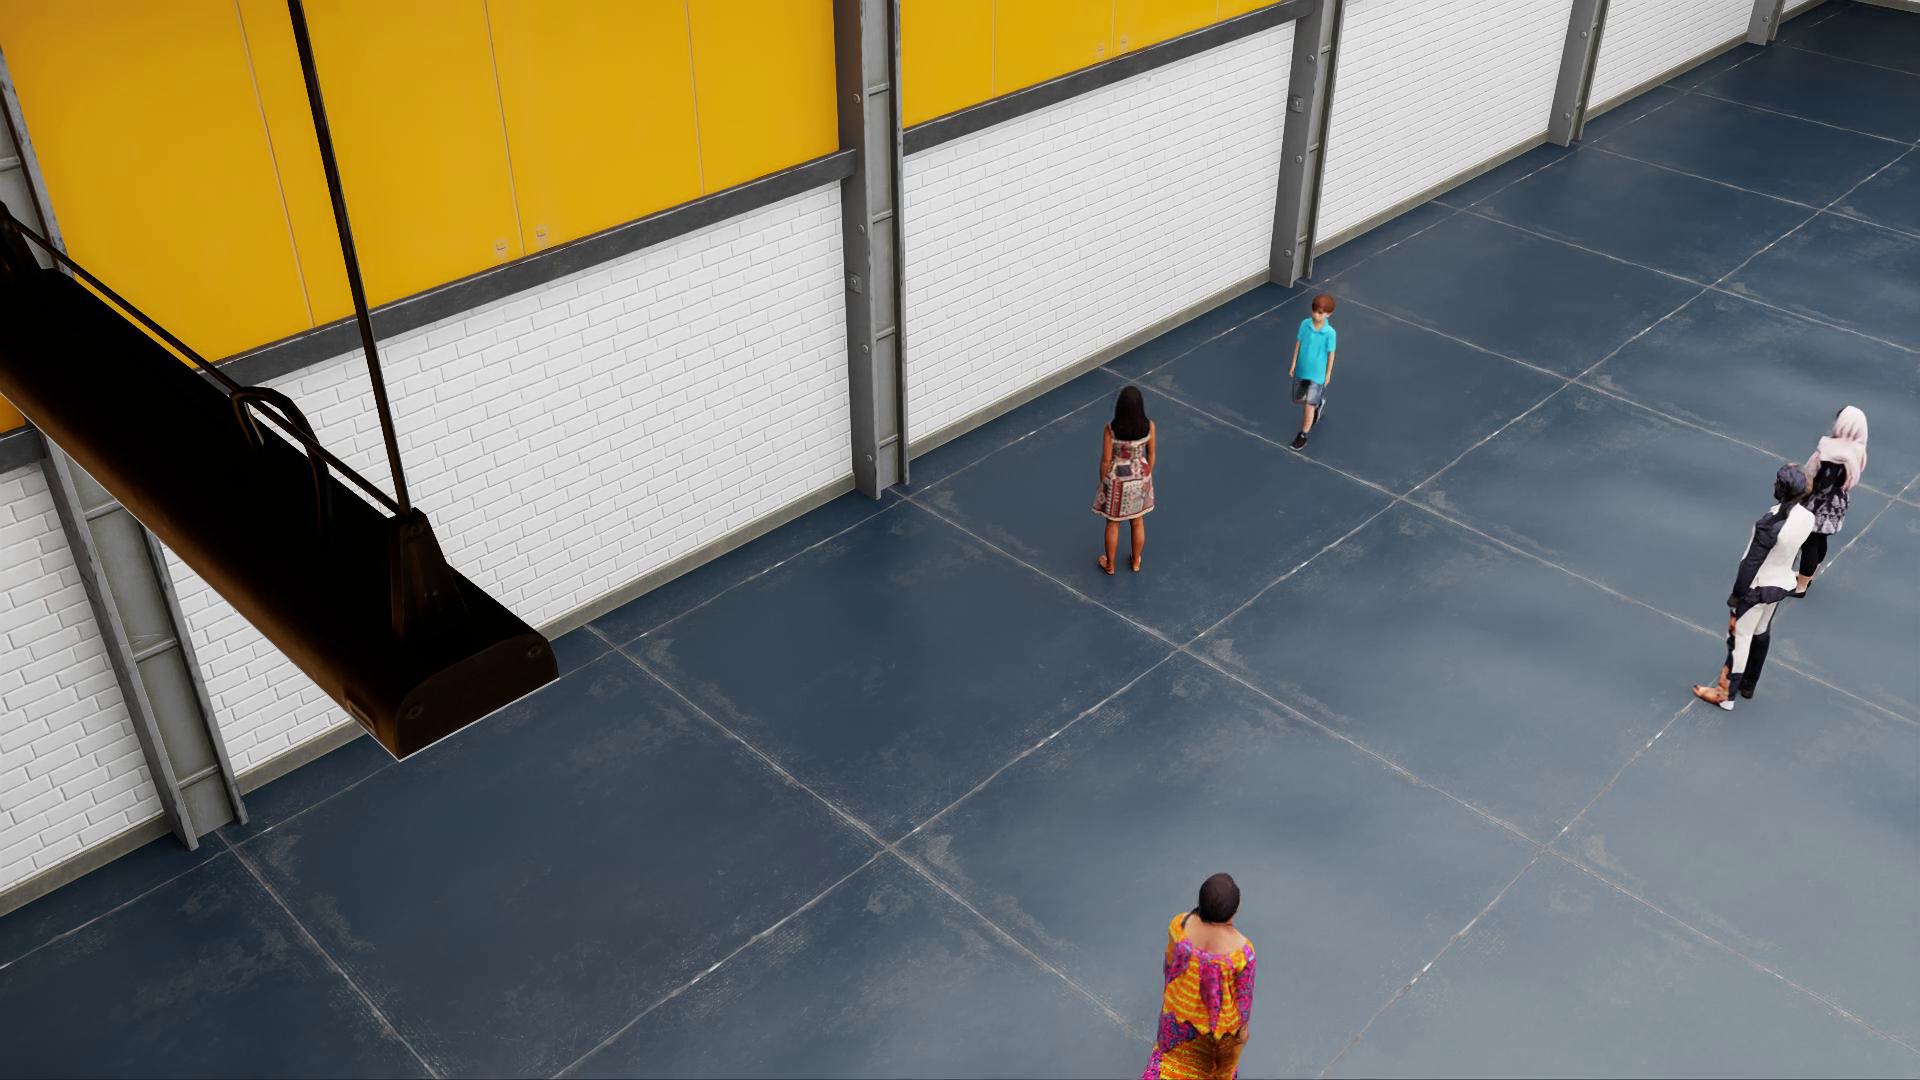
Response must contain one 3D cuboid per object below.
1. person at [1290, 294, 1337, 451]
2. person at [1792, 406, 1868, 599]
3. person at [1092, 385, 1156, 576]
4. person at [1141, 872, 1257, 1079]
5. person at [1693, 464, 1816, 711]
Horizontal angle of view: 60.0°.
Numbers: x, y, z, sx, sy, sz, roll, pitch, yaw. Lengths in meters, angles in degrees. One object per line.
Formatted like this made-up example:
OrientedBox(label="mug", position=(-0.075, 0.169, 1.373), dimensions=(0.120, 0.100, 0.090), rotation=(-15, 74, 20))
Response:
OrientedBox(label="person", position=(3.144, -1.531, 14.724), dimensions=(0.515, 1.438, 0.802), rotation=(28, 43, 35))
OrientedBox(label="person", position=(6.597, -0.291, 12.685), dimensions=(0.691, 1.631, 0.561), rotation=(26, 42, 34))
OrientedBox(label="person", position=(1.291, -0.465, 12.933), dimensions=(0.668, 1.645, 0.785), rotation=(-7, 34, -10))
OrientedBox(label="person", position=(1.224, 2.416, 8.571), dimensions=(0.811, 1.675, 1.104), rotation=(21, 39, 28))
OrientedBox(label="person", position=(5.556, 0.332, 11.512), dimensions=(0.604, 1.891, 0.786), rotation=(-19, 38, -26))
